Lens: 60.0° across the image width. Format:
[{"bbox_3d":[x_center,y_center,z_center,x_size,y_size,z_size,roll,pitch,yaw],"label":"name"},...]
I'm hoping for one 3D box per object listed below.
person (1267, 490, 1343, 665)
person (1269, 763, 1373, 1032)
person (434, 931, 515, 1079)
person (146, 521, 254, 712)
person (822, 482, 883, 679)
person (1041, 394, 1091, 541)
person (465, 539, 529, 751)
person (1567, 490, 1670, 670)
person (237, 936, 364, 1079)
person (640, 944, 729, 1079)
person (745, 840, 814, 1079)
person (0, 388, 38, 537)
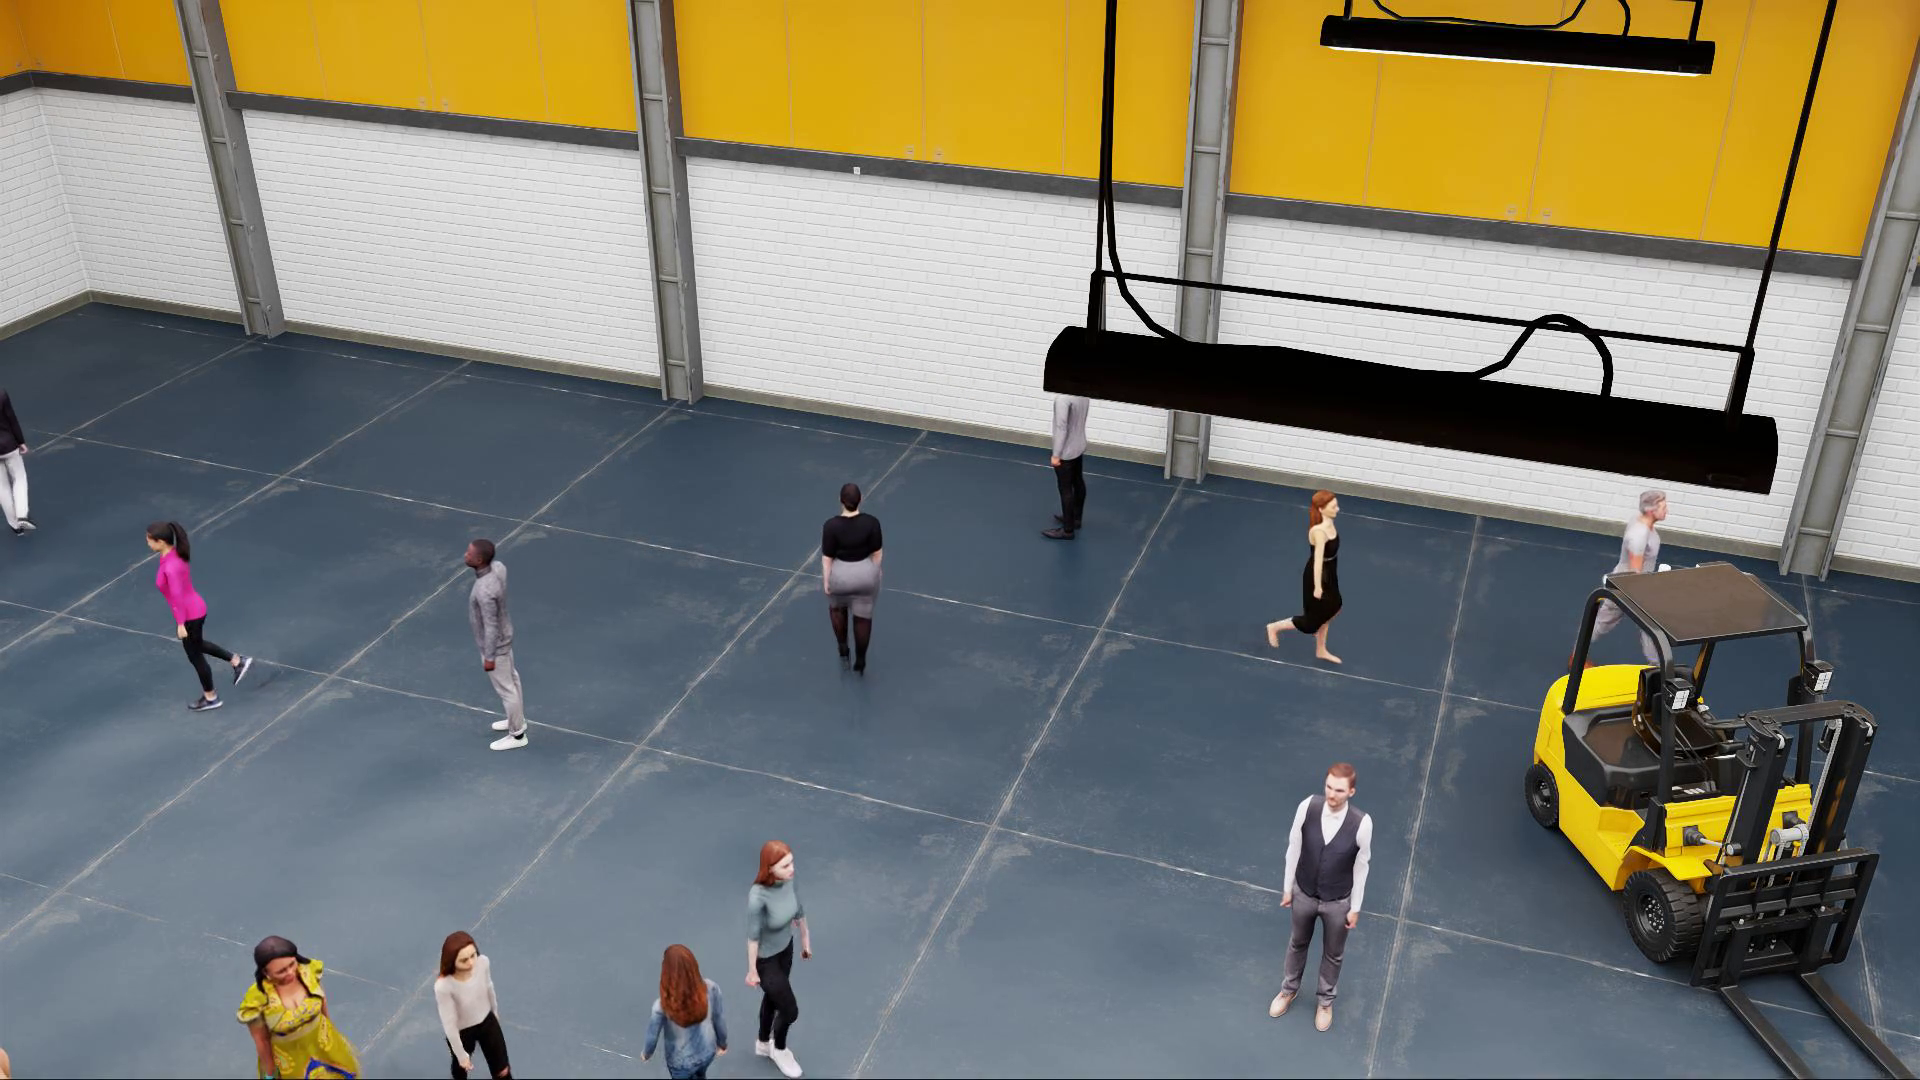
[{"bbox_3d":[2.978,0.314,14.149,0.920,1.611,0.646,14,32,24],"label":"person"},{"bbox_3d":[2.270,2.187,10.374,0.538,1.938,0.741,14,31,24],"label":"person"},{"bbox_3d":[-2.900,2.831,9.711,1.046,1.441,0.787,23,36,35],"label":"person"},{"bbox_3d":[-6.202,0.584,13.578,0.936,1.683,0.877,-16,33,-27],"label":"person"},{"bbox_3d":[-0.890,0.379,13.894,0.778,1.741,0.864,-3,29,-6],"label":"person"},{"bbox_3d":[1.073,-0.914,16.077,0.677,1.920,0.766,14,32,24],"label":"person"},{"bbox_3d":[-3.615,0.798,13.024,0.716,1.838,0.761,-2,29,-4],"label":"person"},{"bbox_3d":[5.461,0.388,13.834,1.211,1.783,0.831,14,32,25],"label":"person"},{"bbox_3d":[-3.797,2.869,9.426,1.047,1.647,0.942,18,34,30],"label":"person"},{"bbox_3d":[-1.487,2.968,9.444,0.848,1.457,0.955,-23,36,-36],"label":"person"},{"bbox_3d":[-1.191,2.493,10.035,0.678,1.725,0.653,15,32,25],"label":"person"},{"bbox_3d":[-9.279,-0.840,16.037,0.878,1.829,0.938,-14,32,-24],"label":"person"}]
